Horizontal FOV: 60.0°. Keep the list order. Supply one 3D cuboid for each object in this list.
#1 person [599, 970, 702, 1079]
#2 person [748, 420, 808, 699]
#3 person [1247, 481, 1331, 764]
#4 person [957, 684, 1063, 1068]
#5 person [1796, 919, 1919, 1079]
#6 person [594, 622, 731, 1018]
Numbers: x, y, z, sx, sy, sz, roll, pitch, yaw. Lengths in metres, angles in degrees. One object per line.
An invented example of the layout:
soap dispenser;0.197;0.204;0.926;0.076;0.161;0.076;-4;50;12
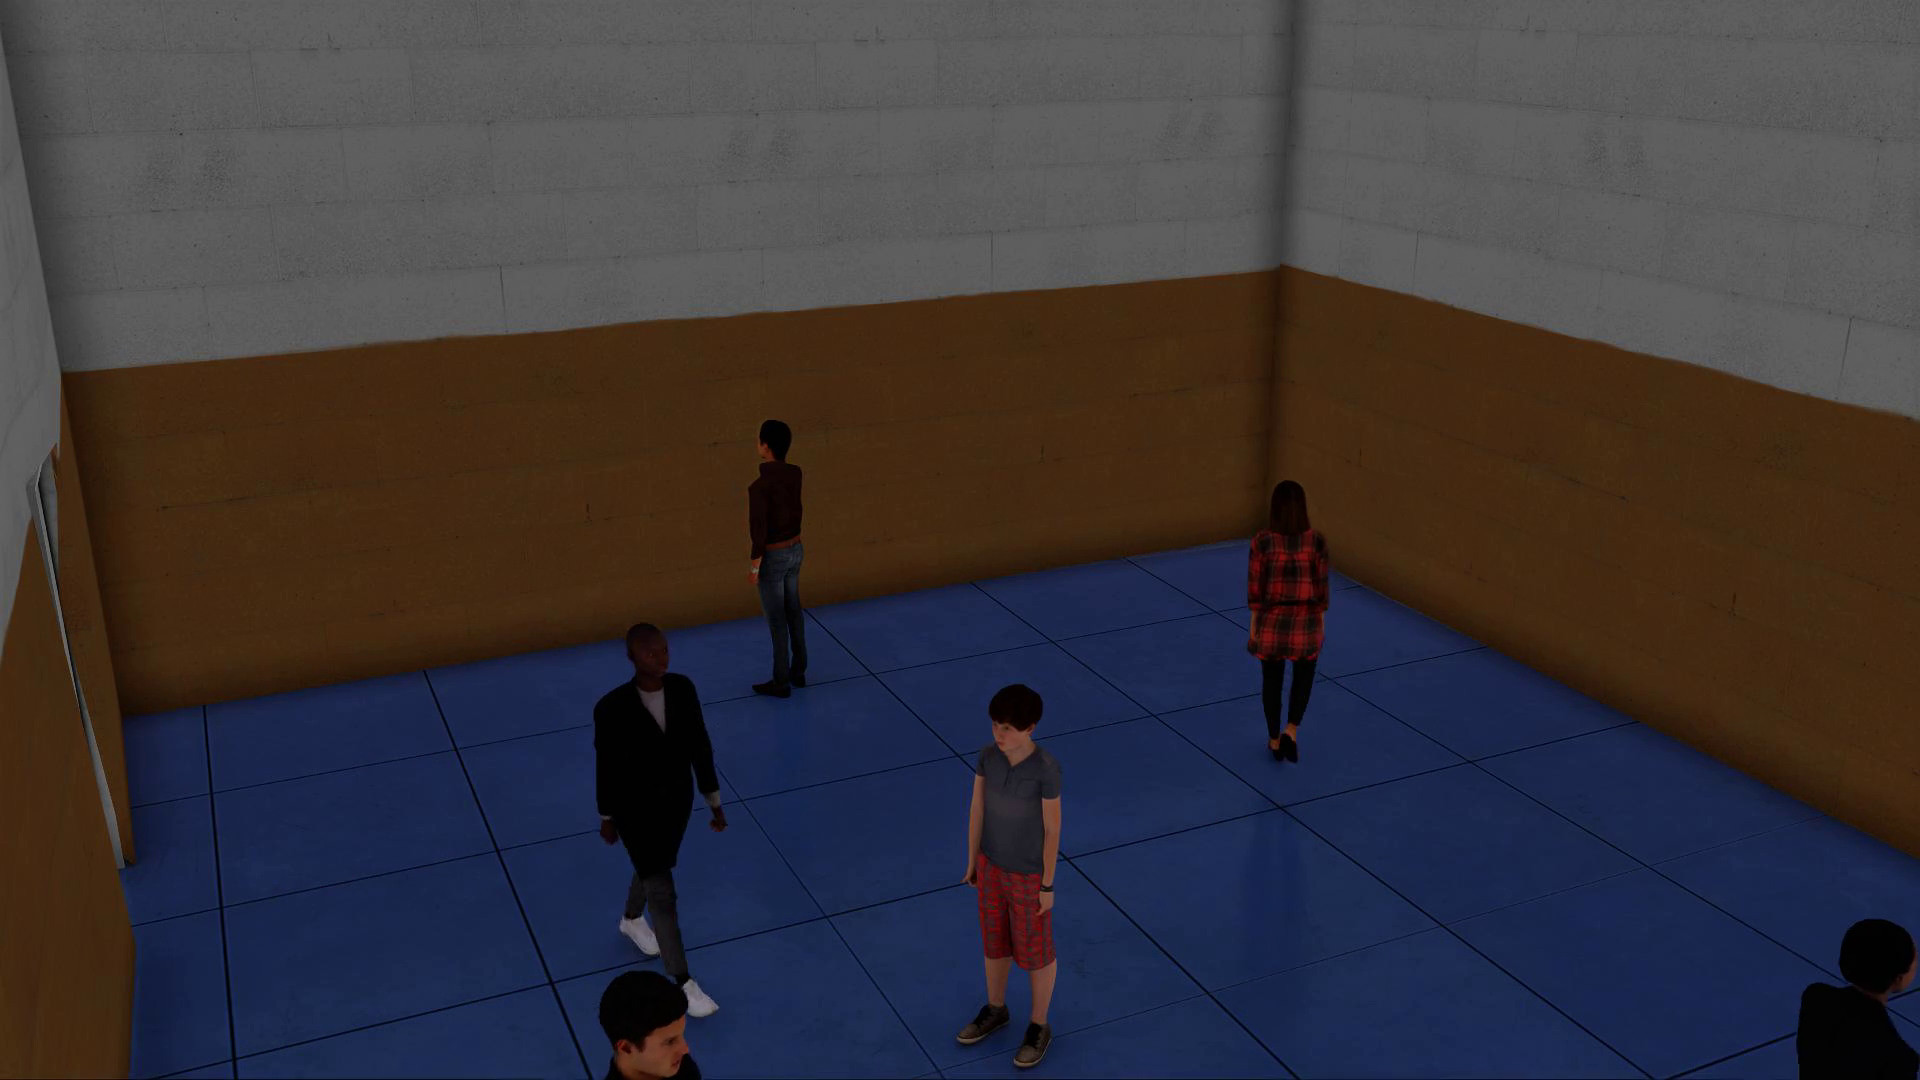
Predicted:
person;-0.948;2.010;4.576;1.270;1.906;1.208;6;20;18
person;-1.126;0.112;10.400;0.777;1.782;0.671;10;21;28
person;1.842;0.513;9.357;0.879;1.689;0.920;5;19;13
person;0.237;1.359;6.886;0.661;1.651;0.679;12;22;33
person;2.457;1.957;4.880;0.606;1.813;0.589;-7;20;-19
person;-1.397;1.169;7.371;1.186;1.714;0.977;-17;25;-41
